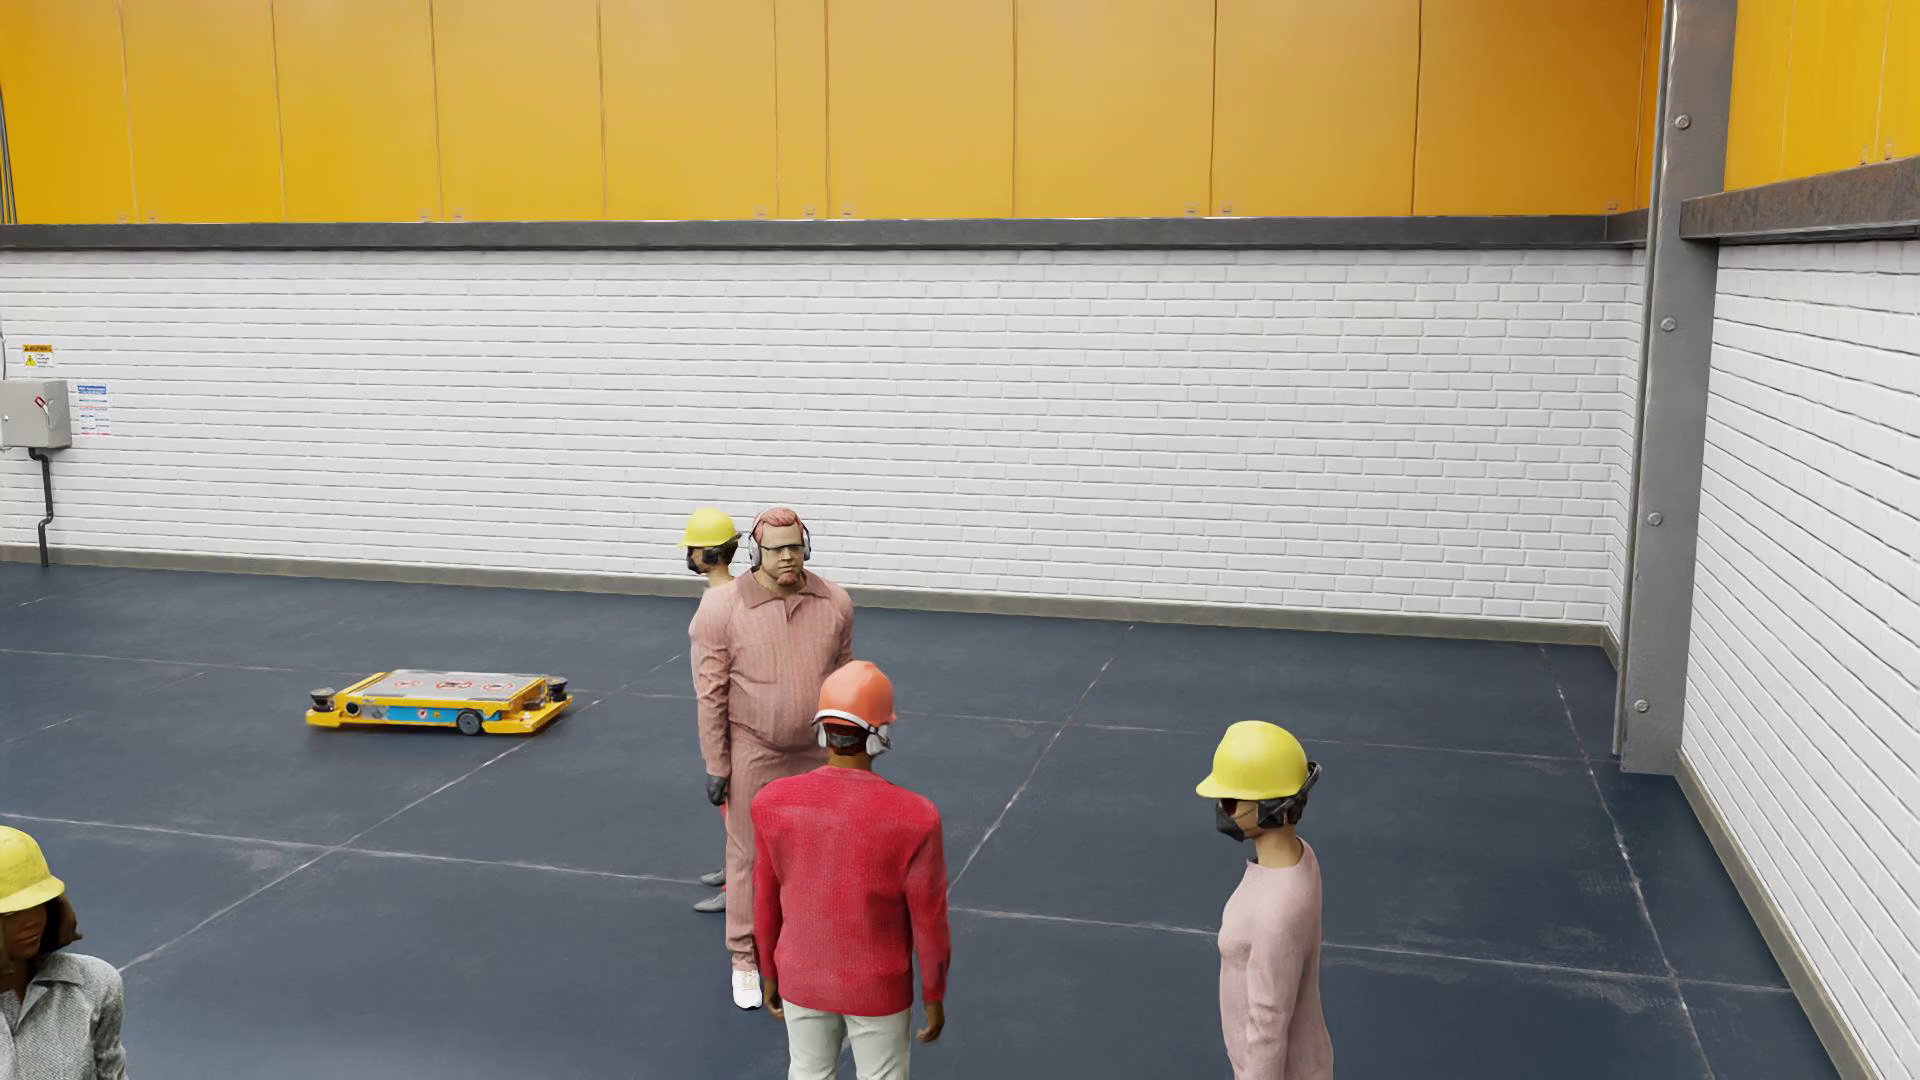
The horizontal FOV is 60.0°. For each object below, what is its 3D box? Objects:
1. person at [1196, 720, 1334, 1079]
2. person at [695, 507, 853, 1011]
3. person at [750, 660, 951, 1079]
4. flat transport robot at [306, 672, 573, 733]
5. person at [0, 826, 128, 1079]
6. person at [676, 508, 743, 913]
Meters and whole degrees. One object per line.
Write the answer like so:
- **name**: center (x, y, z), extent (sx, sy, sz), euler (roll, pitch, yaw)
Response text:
- **person**: center (0.725, 1.290, 4.006), extent (0.341, 1.760, 0.525), euler (2, 10, 13)
- **person**: center (-0.674, 0.818, 6.354), extent (0.648, 1.907, 0.409), euler (-5, 11, -27)
- **person**: center (-0.295, 1.195, 4.621), extent (0.574, 1.741, 0.356), euler (3, 10, 17)
- **flat transport robot**: center (-3.179, 0.980, 10.203), extent (1.431, 0.197, 0.652), euler (1, 10, 8)
- **person**: center (-1.869, 1.412, 3.326), extent (0.284, 1.746, 0.492), euler (7, 12, 35)
- **person**: center (-1.057, 0.736, 7.251), extent (0.326, 1.767, 0.533), euler (0, 10, -2)
